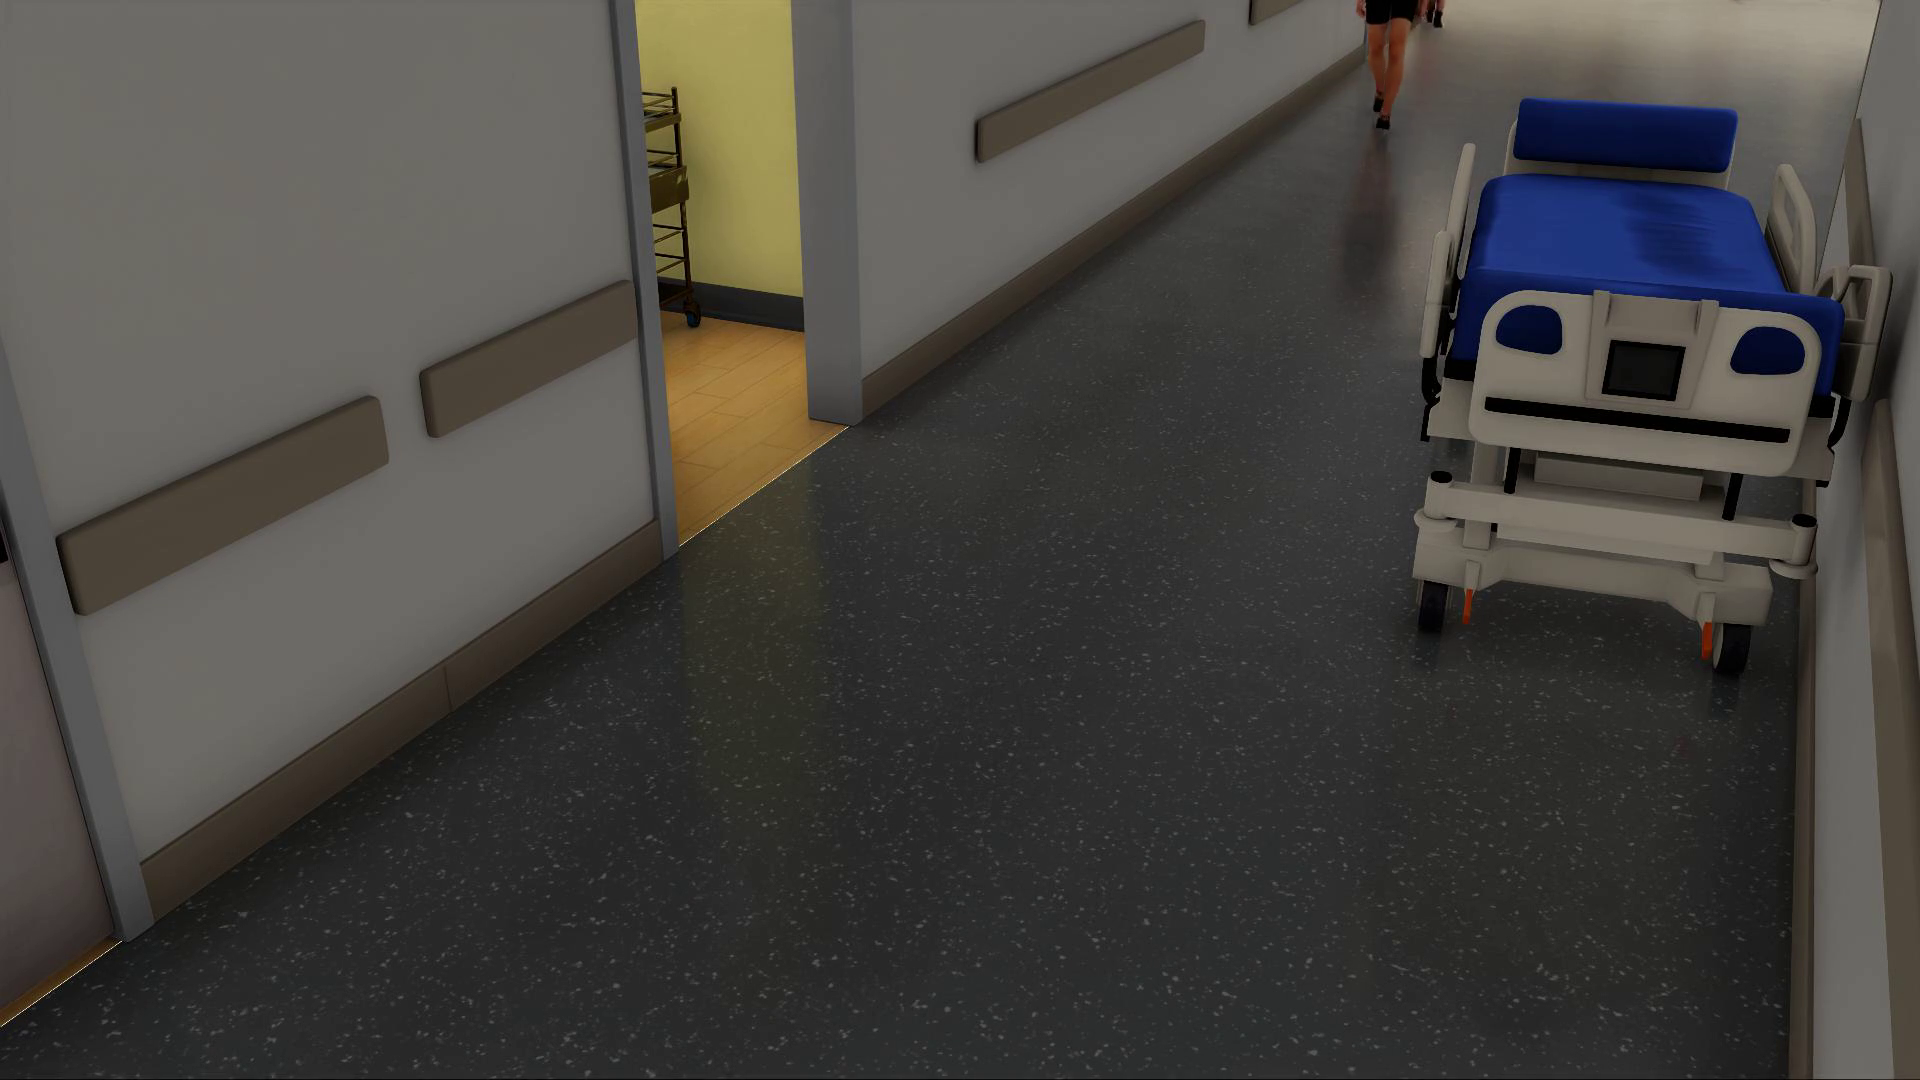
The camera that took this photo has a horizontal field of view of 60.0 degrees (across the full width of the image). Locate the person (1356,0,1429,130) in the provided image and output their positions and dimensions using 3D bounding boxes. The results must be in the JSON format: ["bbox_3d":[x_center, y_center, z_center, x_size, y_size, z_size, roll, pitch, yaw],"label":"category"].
[{"bbox_3d":[3.021,-3.809,11.584,1.097,1.780,0.764,9,27,18],"label":"person"}]
